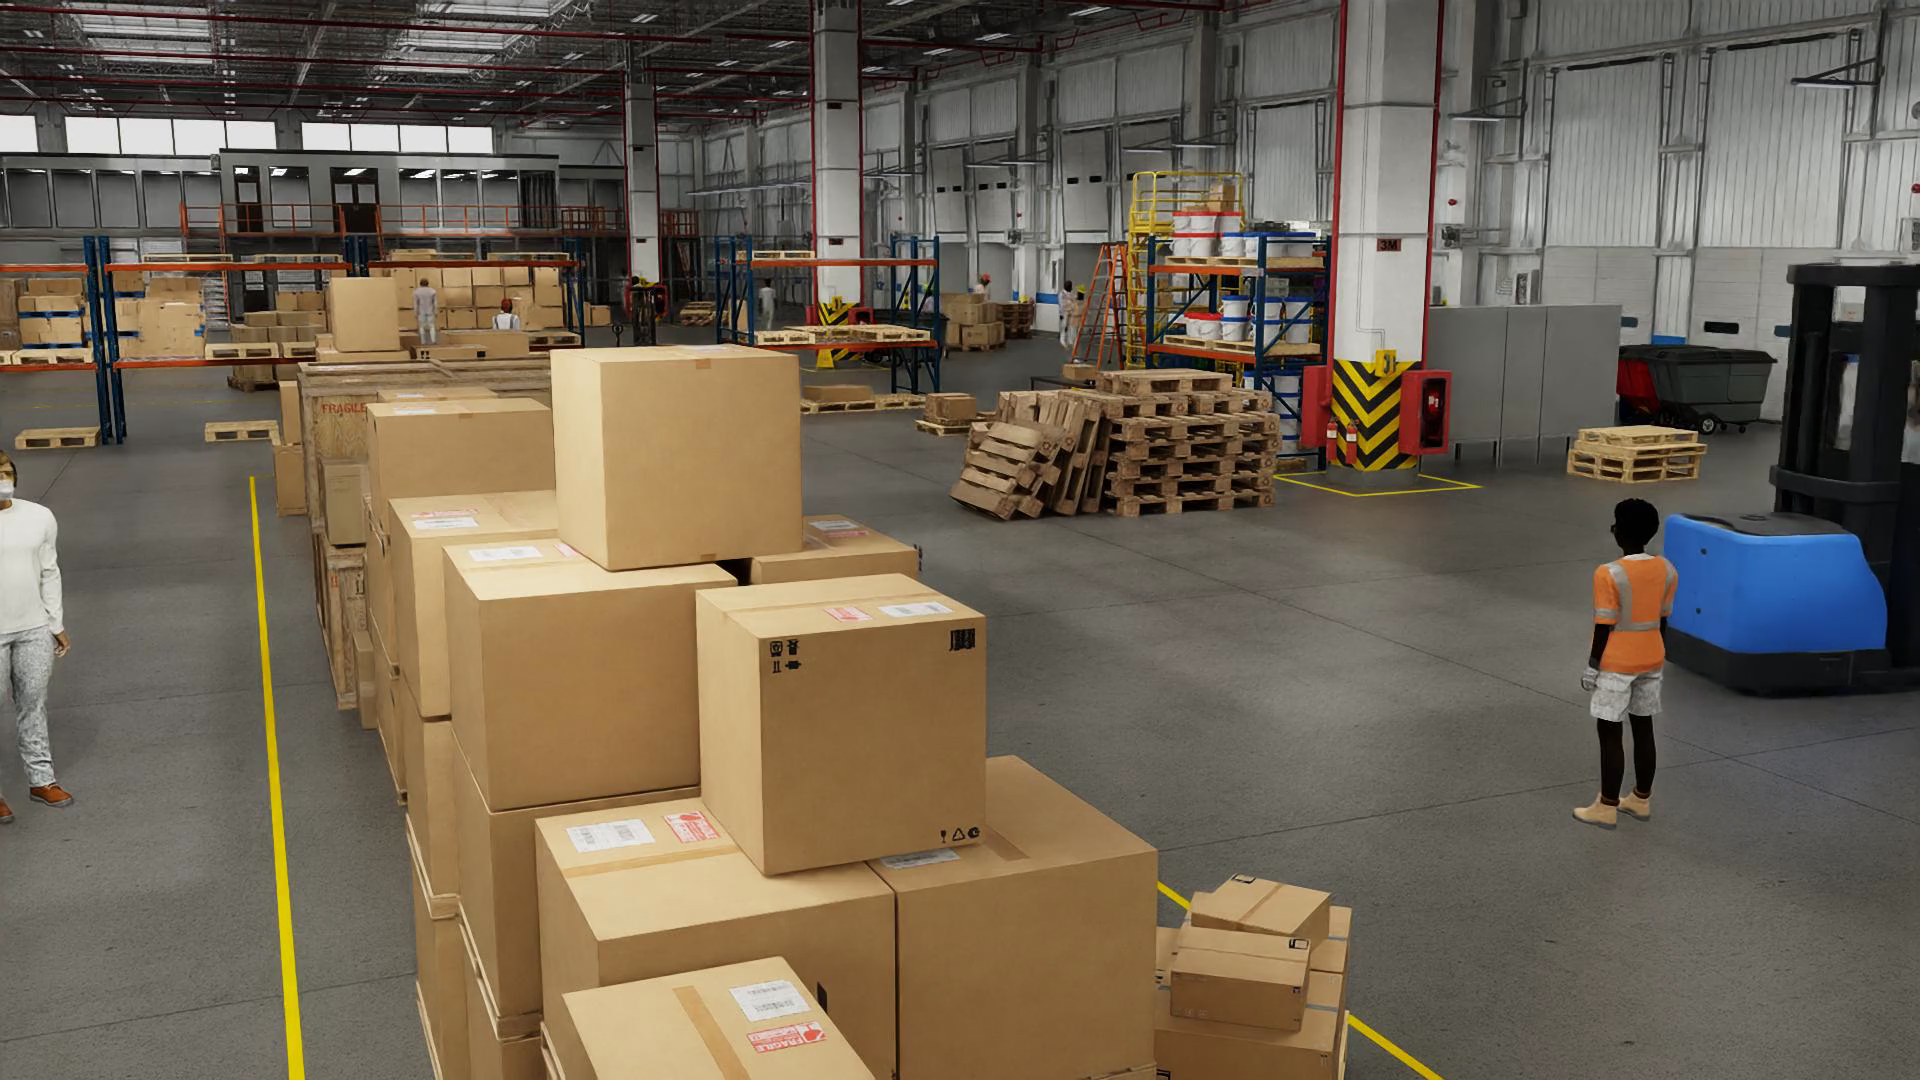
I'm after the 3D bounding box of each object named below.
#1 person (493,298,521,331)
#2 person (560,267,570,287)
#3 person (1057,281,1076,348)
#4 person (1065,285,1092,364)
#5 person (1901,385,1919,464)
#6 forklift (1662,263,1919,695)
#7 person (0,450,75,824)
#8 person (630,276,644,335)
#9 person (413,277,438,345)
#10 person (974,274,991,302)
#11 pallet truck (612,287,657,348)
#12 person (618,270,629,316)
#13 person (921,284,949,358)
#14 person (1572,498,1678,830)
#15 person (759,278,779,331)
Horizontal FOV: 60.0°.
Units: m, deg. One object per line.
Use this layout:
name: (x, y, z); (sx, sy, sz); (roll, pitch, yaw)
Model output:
person: (-8.439, -3.571, 31.121); (0.573, 1.883, 0.355); (3, 11, 14)
person: (-14.741, -9.219, 62.152); (0.433, 1.924, 0.555); (-9, 14, -41)
person: (2.968, -6.189, 45.660); (0.627, 1.844, 0.429); (-9, 14, -41)
person: (2.861, -5.145, 39.777); (0.618, 1.885, 0.904); (-1, 10, -8)
person: (6.958, -0.189, 12.371); (0.372, 1.927, 0.635); (1, 10, 4)
forklift: (5.884, -0.458, 11.212); (1.873, 2.768, 1.129); (-1, 10, -8)
person: (-4.943, 0.482, 8.626); (0.372, 1.940, 0.630); (7, 12, 33)
person: (-10.066, -7.306, 51.860); (0.431, 1.835, 0.623); (2, 10, 10)
person: (-14.701, -6.262, 45.794); (0.635, 1.937, 0.353); (-4, 11, -20)
person: (0.599, -6.894, 49.254); (0.654, 1.947, 0.728); (-6, 12, -31)
pallet truck: (-6.464, -4.406, 35.401); (0.823, 1.965, 1.885); (6, 12, 32)
person: (-13.048, -9.670, 64.881); (0.590, 1.833, 0.995); (-6, 12, -29)
person: (-0.662, -5.419, 41.311); (0.800, 1.887, 0.589); (8, 13, 39)
person: (3.391, 0.629, 8.481); (0.541, 1.696, 0.315); (-5, 12, -27)
person: (-5.601, -6.743, 48.680); (0.556, 1.856, 0.519); (1, 10, 8)
